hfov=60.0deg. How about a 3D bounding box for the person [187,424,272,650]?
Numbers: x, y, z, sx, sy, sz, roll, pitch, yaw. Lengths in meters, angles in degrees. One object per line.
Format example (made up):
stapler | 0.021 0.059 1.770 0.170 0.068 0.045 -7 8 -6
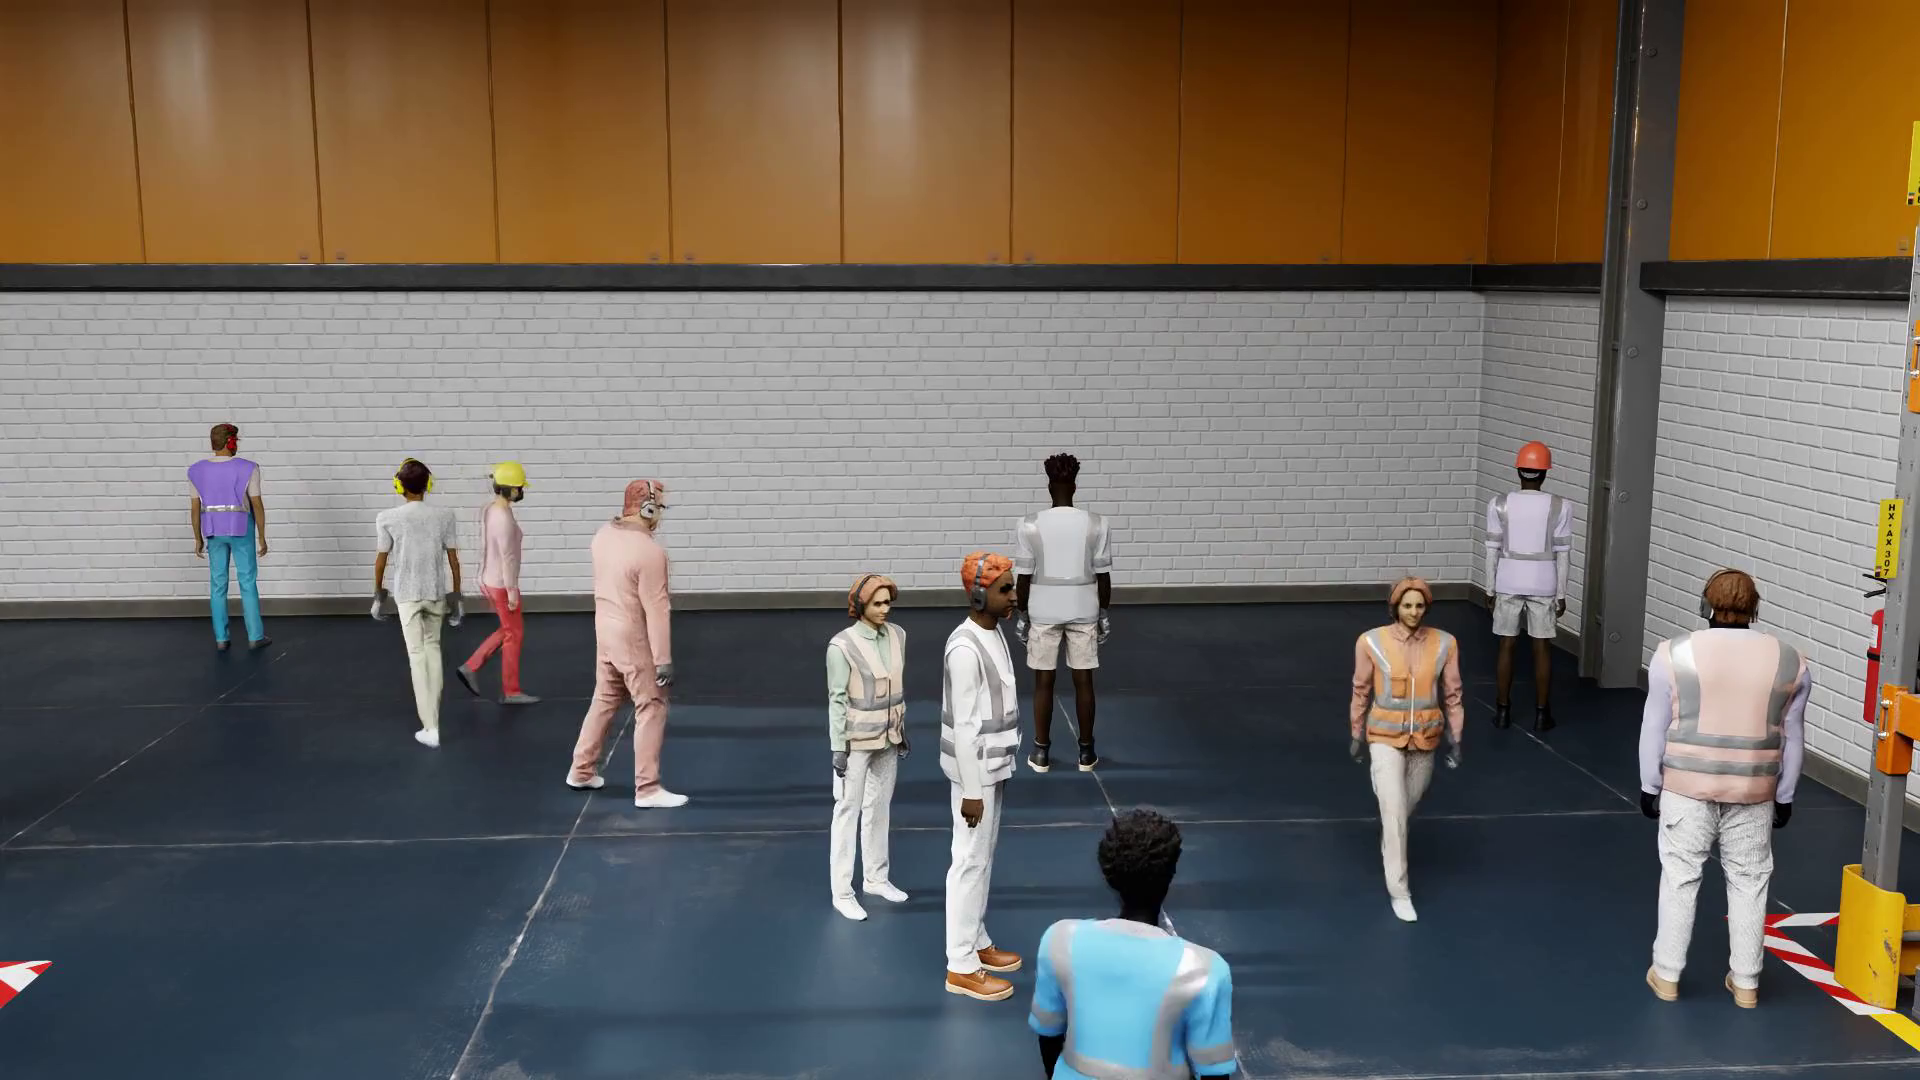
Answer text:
person | -5.910 -0.016 13.449 0.563 1.839 0.394 -1 9 -6

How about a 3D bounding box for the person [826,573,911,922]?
person | -0.433 0.966 7.914 0.311 1.636 0.523 7 11 38

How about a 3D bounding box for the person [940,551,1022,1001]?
person | 0.091 0.980 7.053 0.339 1.882 0.584 2 9 11

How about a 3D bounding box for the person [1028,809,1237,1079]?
person | 0.432 1.531 4.259 0.563 1.670 0.425 5 10 26

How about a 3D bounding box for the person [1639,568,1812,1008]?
person | 3.151 1.028 6.921 0.630 1.835 0.429 2 9 13

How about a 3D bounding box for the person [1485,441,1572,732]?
person | 3.776 0.309 11.100 0.547 1.938 0.379 4 10 22

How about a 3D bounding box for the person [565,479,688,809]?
person | -1.921 0.596 9.482 0.533 1.886 0.817 -8 12 -42

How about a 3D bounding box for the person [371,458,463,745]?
person | -3.587 0.385 10.927 0.526 1.839 0.832 -6 11 -32

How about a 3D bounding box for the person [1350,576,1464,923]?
person | 2.164 0.952 8.115 0.526 1.603 0.837 0 9 -2

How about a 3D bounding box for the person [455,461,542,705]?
person | -3.233 0.313 11.656 0.492 1.743 0.535 -5 10 -28

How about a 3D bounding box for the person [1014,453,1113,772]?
person | 0.627 0.446 10.146 0.606 1.967 0.367 0 9 -1
